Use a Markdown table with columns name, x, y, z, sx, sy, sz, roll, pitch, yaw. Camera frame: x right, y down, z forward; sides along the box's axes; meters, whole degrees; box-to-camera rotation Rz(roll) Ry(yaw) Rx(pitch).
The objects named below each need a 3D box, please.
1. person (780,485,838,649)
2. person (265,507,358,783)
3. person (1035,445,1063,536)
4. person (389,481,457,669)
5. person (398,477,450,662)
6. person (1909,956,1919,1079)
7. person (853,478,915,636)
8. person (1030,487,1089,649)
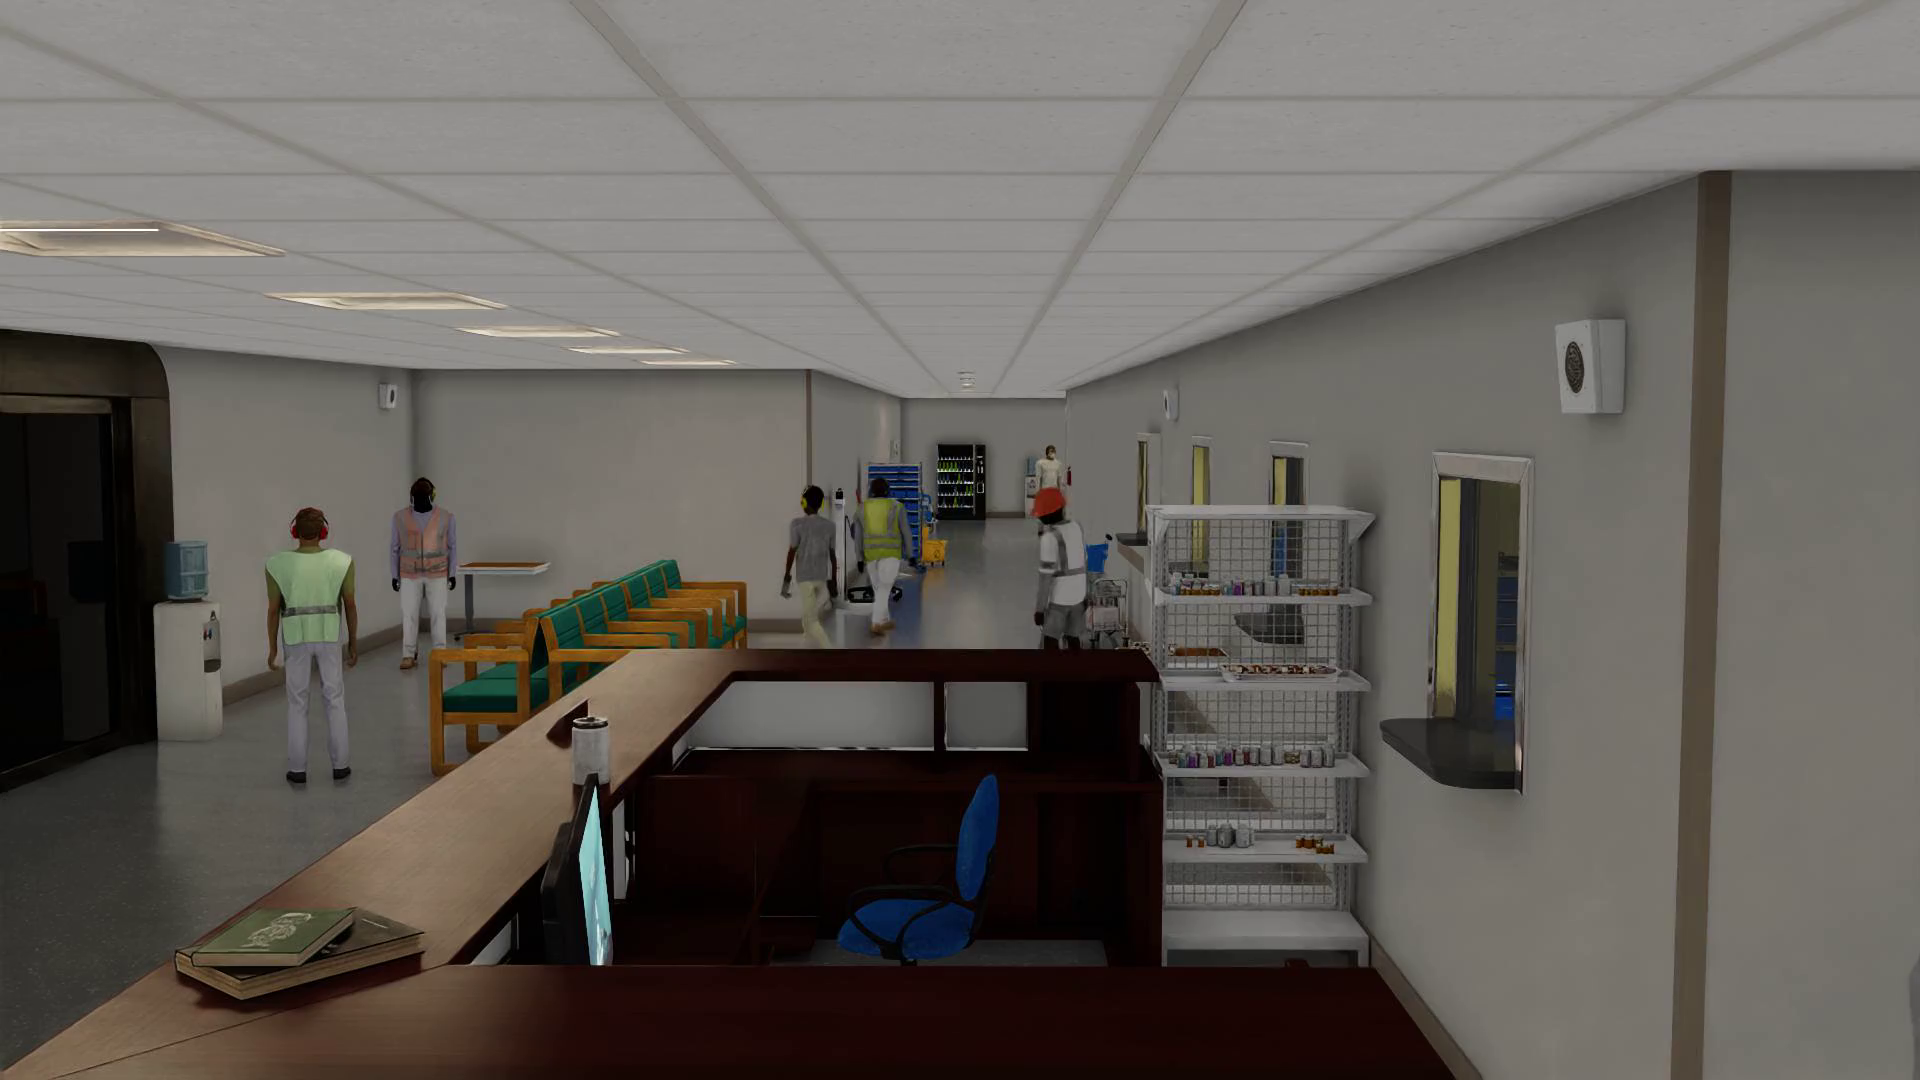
| name | x | y | z | sx | sy | sz | roll | pitch | yaw |
| --- | --- | --- | --- | --- | --- | --- | --- | --- | --- |
| person | -1.377 | 0.387 | 15.831 | 0.511 | 1.822 | 0.958 | -4 | 5 | -41 |
| person | -4.339 | 0.704 | 11.154 | 0.570 | 1.843 | 0.372 | -2 | 5 | -26 |
| person | 1.878 | -1.041 | 35.085 | 0.628 | 1.932 | 0.372 | -2 | 4 | -24 |
| person | -5.242 | 0.343 | 16.255 | 0.633 | 1.841 | 0.429 | -1 | 4 | -14 |
| person | -5.414 | 0.300 | 16.774 | 0.515 | 1.860 | 0.349 | -2 | 4 | -20 |
| person | 1.742 | 1.303 | 2.683 | 0.317 | 1.860 | 0.524 | -2 | 5 | -29 |
| person | -0.887 | 0.186 | 18.904 | 0.635 | 1.797 | 1.006 | 1 | 4 | 18 |
| person | 0.855 | 0.503 | 13.775 | 0.367 | 1.885 | 0.666 | 3 | 5 | 41 |
